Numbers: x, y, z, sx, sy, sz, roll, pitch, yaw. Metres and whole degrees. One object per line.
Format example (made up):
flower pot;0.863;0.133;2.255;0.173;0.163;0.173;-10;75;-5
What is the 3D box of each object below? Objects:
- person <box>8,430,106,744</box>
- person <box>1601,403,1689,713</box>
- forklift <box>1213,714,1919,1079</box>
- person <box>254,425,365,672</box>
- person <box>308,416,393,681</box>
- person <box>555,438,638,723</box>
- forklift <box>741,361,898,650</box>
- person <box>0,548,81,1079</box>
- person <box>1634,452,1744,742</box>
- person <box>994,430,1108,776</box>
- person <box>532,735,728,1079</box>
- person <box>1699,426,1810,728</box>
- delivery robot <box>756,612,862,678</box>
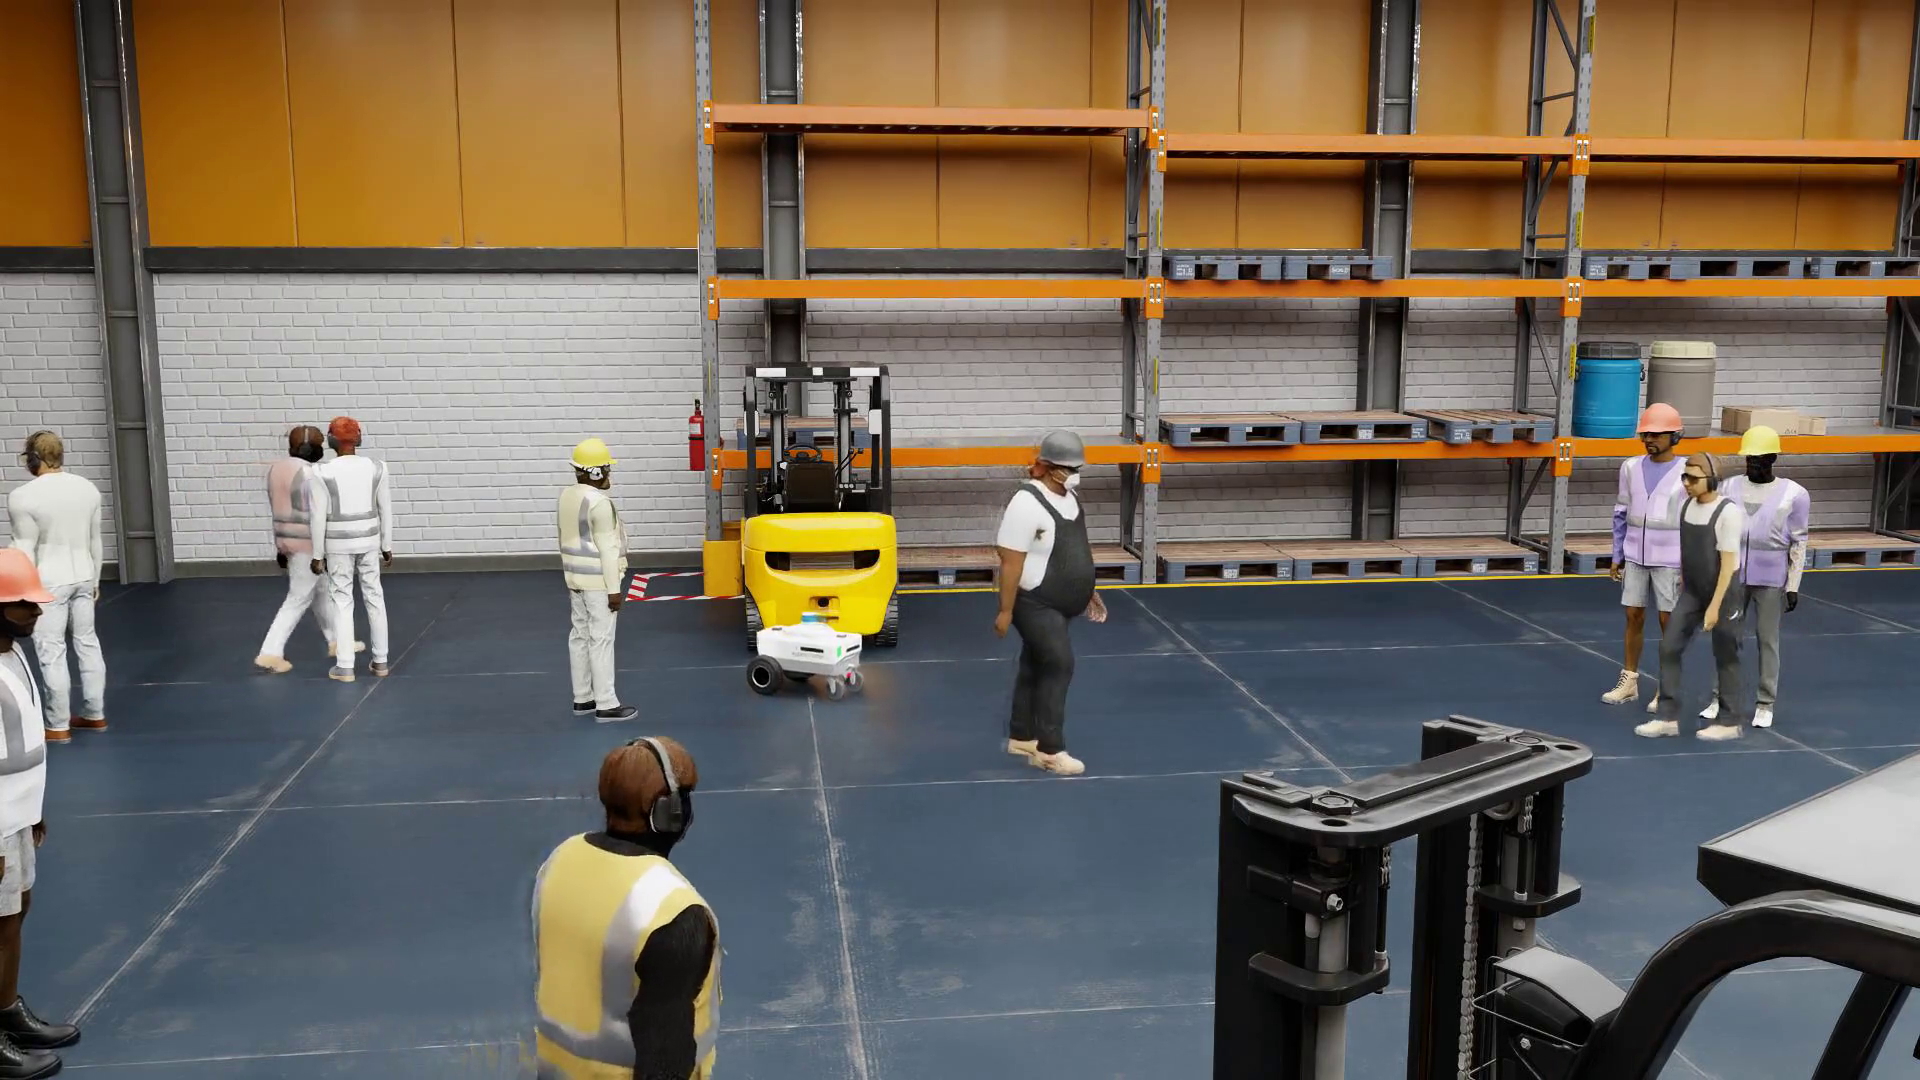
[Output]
person;-5.566;0.288;10.281;0.378;1.934;0.634;3;10;19
person;4.574;0.119;10.974;0.378;2.044;0.608;-7;12;-39
forklift;1.441;1.425;2.350;1.214;2.155;2.313;-7;12;-39
person;-4.828;0.049;12.214;0.624;1.794;0.955;7;11;37
person;-4.325;0.060;11.829;0.587;1.883;0.341;-8;12;-40
person;-2.355;0.258;10.757;0.403;1.833;0.586;-8;12;-42
forklift;-1.154;-0.340;13.365;1.214;2.155;2.313;-1;9;-7
person;-3.400;0.983;5.962;0.406;1.928;0.540;-3;10;-17
person;4.510;0.364;10.172;0.768;1.807;0.512;-4;10;-22
person;0.558;0.325;9.691;0.758;2.000;0.697;4;10;25
person;-0.822;1.363;4.041;0.632;1.785;1.020;8;12;43
person;5.070;0.231;10.635;0.591;1.927;0.366;9;13;43
delivery robot;-1.036;0.739;11.440;0.707;0.478;0.477;5;10;26
